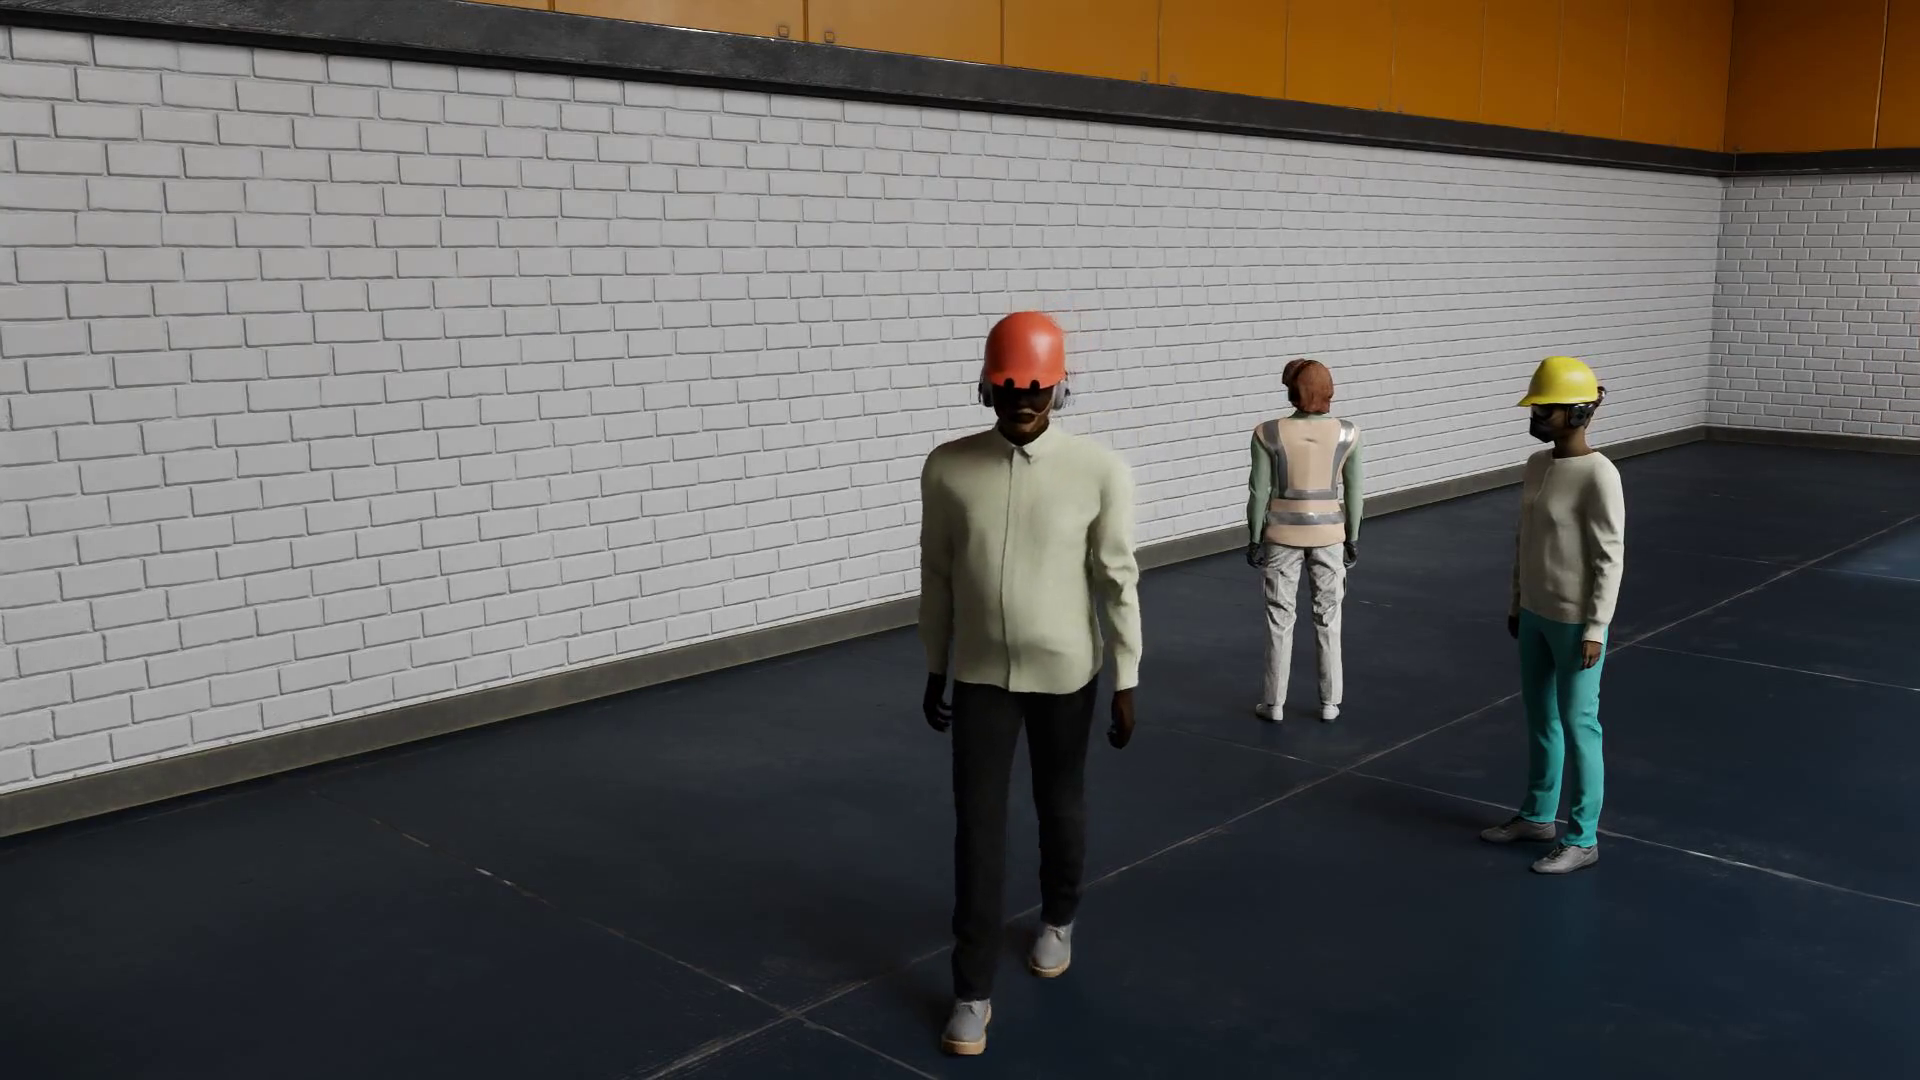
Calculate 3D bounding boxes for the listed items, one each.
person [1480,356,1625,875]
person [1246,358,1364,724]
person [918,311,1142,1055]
[{"bbox_3d":[2.031,0.258,5.695,0.326,1.767,0.533,-2,10,-12],"label":"person"},{"bbox_3d":[1.536,0.013,7.434,0.522,1.645,0.305,0,10,0],"label":"person"},{"bbox_3d":[0.182,0.350,4.621,0.634,1.964,0.844,2,10,12],"label":"person"}]
